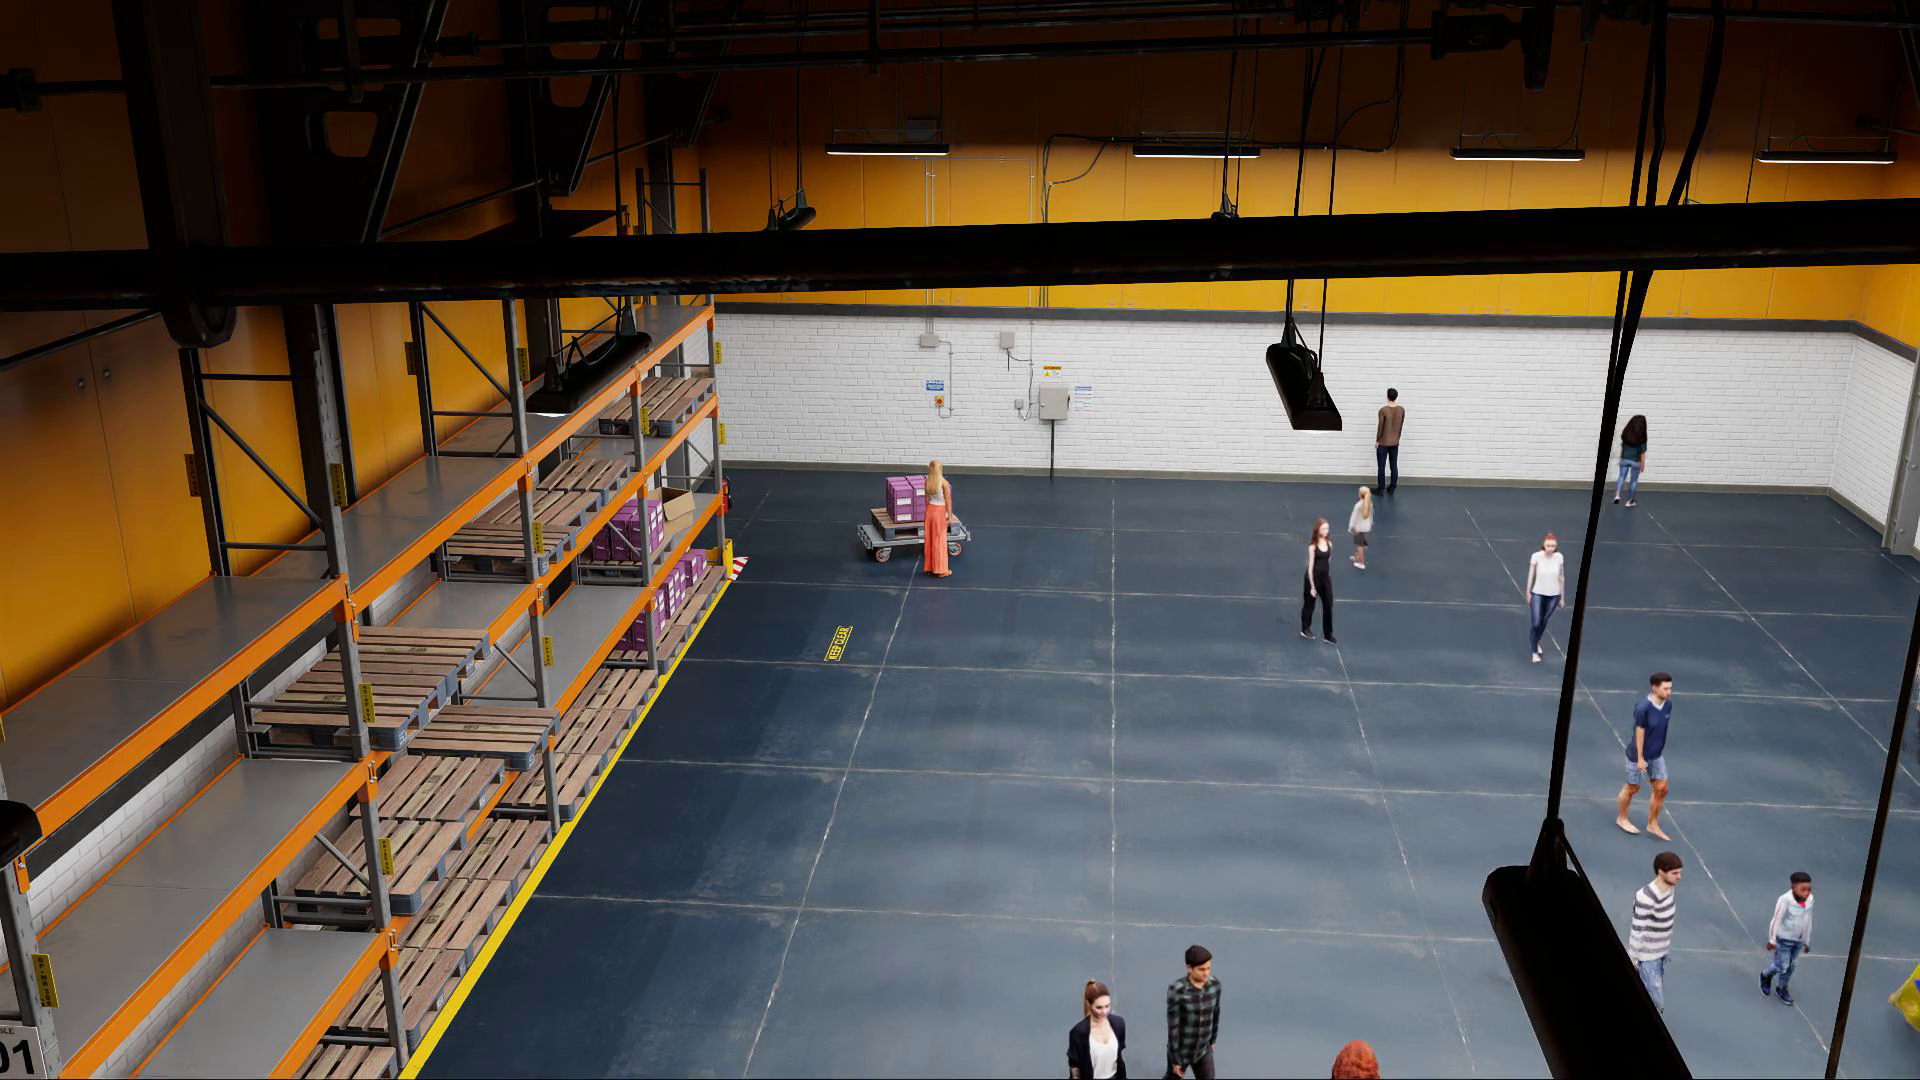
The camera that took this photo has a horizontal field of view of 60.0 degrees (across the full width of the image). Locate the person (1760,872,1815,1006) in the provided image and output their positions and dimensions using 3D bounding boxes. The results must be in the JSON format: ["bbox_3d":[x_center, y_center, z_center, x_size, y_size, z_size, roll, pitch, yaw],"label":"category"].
[{"bbox_3d":[7.200,3.416,14.496,0.553,1.253,0.608,-3,19,-10],"label":"person"}]

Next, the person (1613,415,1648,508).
[{"bbox_3d":[11.272,-1.320,28.000,0.832,1.609,0.906,17,25,40],"label":"person"}]

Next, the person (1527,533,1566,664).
[{"bbox_3d":[7.652,0.718,21.807,0.582,1.698,1.020,1,19,4],"label":"person"}]

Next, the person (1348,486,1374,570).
[{"bbox_3d":[6.113,-0.177,25.148,0.696,1.263,0.773,-12,22,-32],"label":"person"}]

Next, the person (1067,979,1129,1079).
[{"bbox_3d":[0.989,3.971,12.171,0.714,1.683,0.705,-7,20,-19],"label":"person"}]

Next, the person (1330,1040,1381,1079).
[{"bbox_3d":[2.589,4.275,11.128,0.662,1.774,0.992,-2,19,-7],"label":"person"}]

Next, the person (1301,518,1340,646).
[{"bbox_3d":[4.740,0.526,22.341,0.839,1.722,0.986,-8,20,-23],"label":"person"}]

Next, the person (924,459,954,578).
[{"bbox_3d":[-0.355,-0.333,24.770,0.722,1.801,0.752,15,23,37],"label":"person"}]

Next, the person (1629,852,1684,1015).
[{"bbox_3d":[5.590,3.372,13.706,0.822,1.839,0.885,-16,24,-39],"label":"person"}]

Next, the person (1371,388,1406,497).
[{"bbox_3d":[7.389,-1.698,28.685,0.729,1.887,0.708,-6,20,-18],"label":"person"}]

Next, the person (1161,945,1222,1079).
[{"bbox_3d":[1.752,3.871,12.877,0.944,1.678,1.158,-6,20,-17],"label":"person"}]

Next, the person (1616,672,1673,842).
[{"bbox_3d":[7.042,2.184,17.257,0.804,1.825,0.917,-6,20,-18],"label":"person"}]
